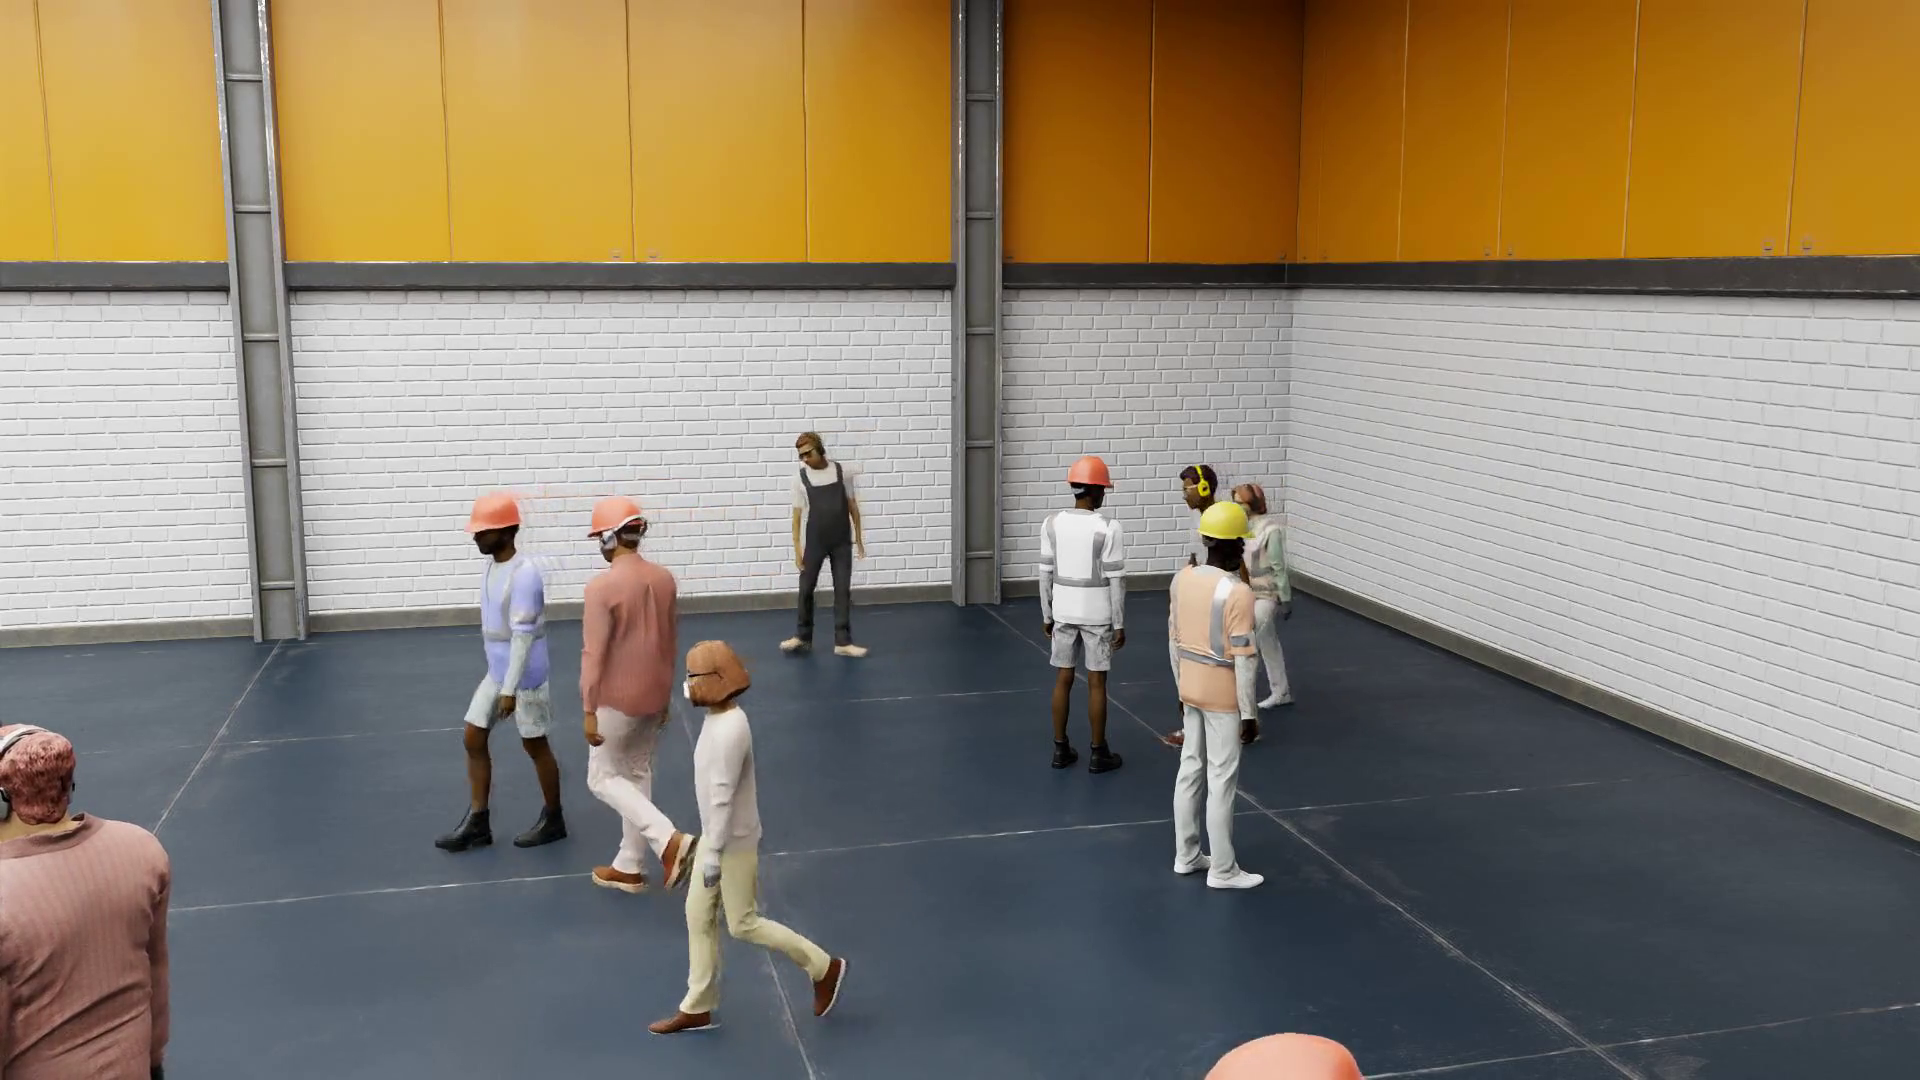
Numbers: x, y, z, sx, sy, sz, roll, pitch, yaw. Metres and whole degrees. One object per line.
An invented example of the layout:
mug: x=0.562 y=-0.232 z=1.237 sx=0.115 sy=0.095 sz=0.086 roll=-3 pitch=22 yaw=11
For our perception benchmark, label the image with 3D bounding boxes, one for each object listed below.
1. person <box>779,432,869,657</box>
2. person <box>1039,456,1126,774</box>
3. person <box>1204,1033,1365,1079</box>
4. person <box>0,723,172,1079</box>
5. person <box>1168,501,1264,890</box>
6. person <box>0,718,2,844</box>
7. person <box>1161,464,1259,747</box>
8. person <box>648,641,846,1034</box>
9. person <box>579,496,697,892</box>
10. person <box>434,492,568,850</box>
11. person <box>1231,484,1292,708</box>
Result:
person: x=-1.075 y=0.038 z=13.156 sx=0.684 sy=1.808 sz=0.376 roll=-2 pitch=9 yaw=-15
person: x=0.763 y=0.454 z=10.149 sx=0.553 sy=1.929 sz=0.365 roll=5 pitch=10 yaw=28
person: x=0.325 y=1.655 z=2.395 sx=0.864 sy=2.015 sz=0.610 roll=3 pitch=10 yaw=19
person: x=-2.322 y=1.407 z=4.275 sx=0.400 sy=1.910 sz=0.643 roll=4 pitch=10 yaw=22
person: x=1.269 y=0.764 z=8.229 sx=0.370 sy=1.927 sz=0.588 roll=-6 pitch=11 yaw=-31
person: x=-2.693 y=1.355 z=4.601 sx=0.642 sy=1.909 sz=0.399 roll=8 pitch=12 yaw=40
person: x=1.593 y=0.430 z=10.637 sx=0.816 sy=1.815 sz=0.562 roll=-3 pitch=10 yaw=-18
person: x=-0.862 y=1.181 z=6.619 sx=0.718 sy=1.604 sz=0.492 roll=-3 pitch=10 yaw=-19
person: x=-1.543 y=0.776 z=8.051 sx=0.692 sy=1.958 sz=0.657 roll=5 pitch=10 yaw=29
person: x=-2.428 y=0.710 z=8.654 sx=0.810 sy=1.905 sz=0.554 roll=-8 pitch=12 yaw=-41
person: x=2.010 y=0.412 z=11.437 sx=0.772 sy=1.595 sz=0.523 roll=-3 pitch=10 yaw=-21
